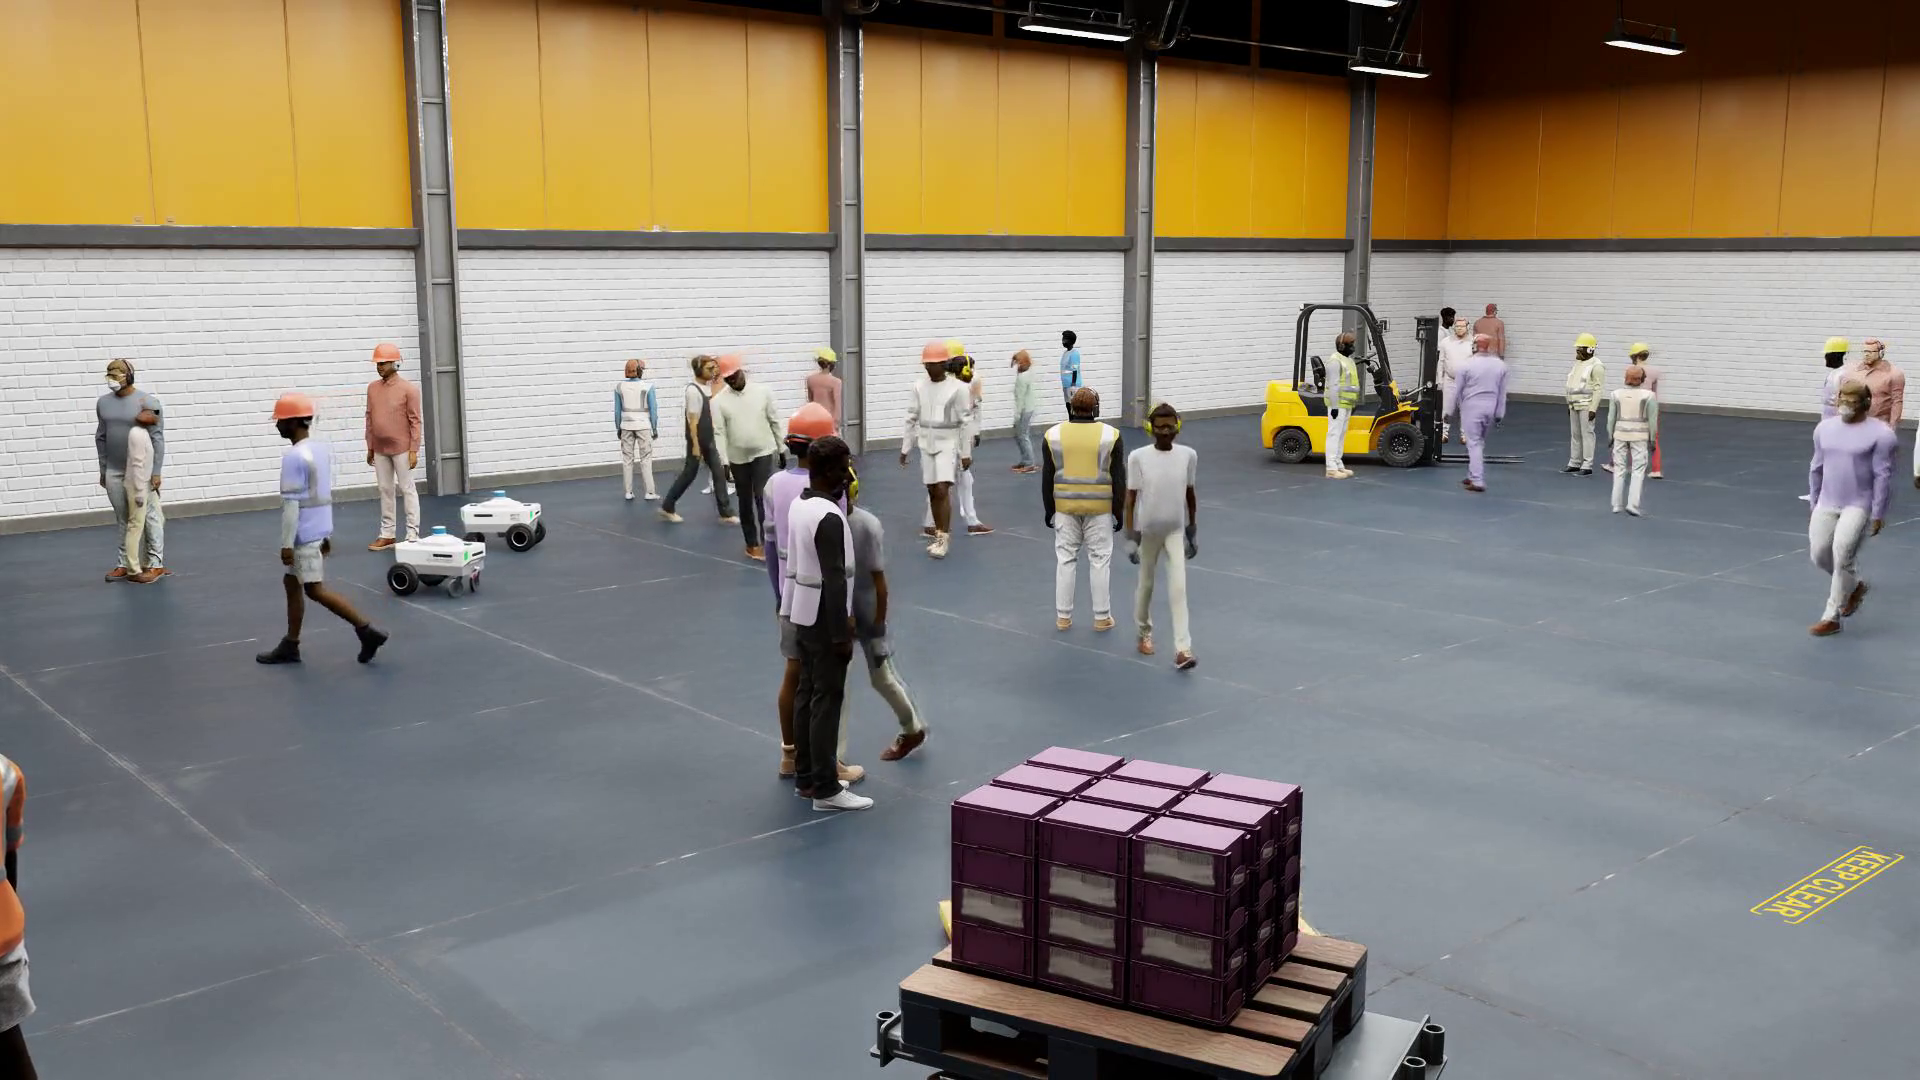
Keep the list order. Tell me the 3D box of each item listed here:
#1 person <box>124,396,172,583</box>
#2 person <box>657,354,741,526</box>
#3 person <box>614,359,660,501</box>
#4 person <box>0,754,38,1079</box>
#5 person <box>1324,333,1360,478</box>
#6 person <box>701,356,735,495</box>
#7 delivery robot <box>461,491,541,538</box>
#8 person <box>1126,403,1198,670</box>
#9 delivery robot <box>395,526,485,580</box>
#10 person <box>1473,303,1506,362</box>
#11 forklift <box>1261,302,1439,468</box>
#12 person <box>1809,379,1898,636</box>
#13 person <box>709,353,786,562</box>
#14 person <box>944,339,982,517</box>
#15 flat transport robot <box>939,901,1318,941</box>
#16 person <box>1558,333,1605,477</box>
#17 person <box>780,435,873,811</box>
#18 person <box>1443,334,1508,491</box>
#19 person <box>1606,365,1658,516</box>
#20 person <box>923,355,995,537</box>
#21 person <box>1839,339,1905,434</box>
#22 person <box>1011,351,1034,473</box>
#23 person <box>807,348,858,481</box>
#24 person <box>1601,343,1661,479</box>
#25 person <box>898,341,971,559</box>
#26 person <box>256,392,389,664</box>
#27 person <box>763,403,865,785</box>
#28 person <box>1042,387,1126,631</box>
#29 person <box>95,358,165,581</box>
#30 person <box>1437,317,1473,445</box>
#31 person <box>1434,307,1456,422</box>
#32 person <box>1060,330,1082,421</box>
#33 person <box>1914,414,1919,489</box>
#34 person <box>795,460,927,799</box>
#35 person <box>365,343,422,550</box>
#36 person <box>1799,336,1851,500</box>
[{"bbox_3d":[-7.062,-0.437,14.394,0.357,1.615,0.503,-3,10,-15],"label":"person"},{"bbox_3d":[-2.749,-1.039,17.378,0.951,1.810,0.517,3,10,16],"label":"person"},{"bbox_3d":[-3.729,-1.266,19.178,0.514,1.637,0.314,2,10,11],"label":"person"},{"bbox_3d":[-2.864,1.173,4.725,0.315,1.695,0.541,1,10,8],"label":"person"},{"bbox_3d":[4.871,-1.716,21.216,0.430,1.844,0.623,6,11,29],"label":"person"},{"bbox_3d":[-2.839,-1.348,19.646,0.512,1.642,0.311,6,11,30],"label":"person"},{"bbox_3d":[-4.421,-0.232,16.011,0.707,0.478,0.477,0,10,0],"label":"delivery robot"},{"bbox_3d":[1.405,-0.035,11.452,0.556,1.810,0.997,-1,10,-5],"label":"person"},{"bbox_3d":[-4.344,0.127,13.911,0.707,0.478,0.477,2,10,14],"label":"delivery robot"},{"bbox_3d":[10.218,-3.605,32.084,0.647,1.908,0.409,9,13,43],"label":"person"},{"bbox_3d":[5.320,-2.157,22.763,2.313,2.155,1.214,3,10,16],"label":"forklift"},{"bbox_3d":[6.645,-0.248,12.395,0.652,1.918,0.630,-6,11,-30],"label":"person"},{"bbox_3d":[-1.942,-0.746,15.279,0.685,1.934,0.755,-1,10,-7],"label":"person"},{"bbox_3d":[-0.058,-1.207,17.992,0.589,1.924,0.383,2,10,9],"label":"person"},{"bbox_3d":[0.669,1.527,6.819,1.431,0.197,0.652,-2,10,-9],"label":"flat transport robot"},{"bbox_3d":[7.964,-1.724,21.290,0.403,1.833,0.586,-2,10,-12],"label":"person"},{"bbox_3d":[-0.705,0.421,8.489,0.393,1.916,0.591,-4,11,-23],"label":"person"},{"bbox_3d":[6.200,-1.547,20.132,0.662,1.879,0.824,-3,10,-18],"label":"person"},{"bbox_3d":[7.290,-1.077,18.103,0.538,1.629,0.481,8,13,40],"label":"person"},{"bbox_3d":[0.009,-0.934,16.684,0.834,1.815,0.649,-1,10,-9],"label":"person"},{"bbox_3d":[10.074,-1.279,18.470,0.401,1.906,0.650,-7,12,-36],"label":"person"},{"bbox_3d":[0.815,-1.657,21.550,0.349,1.599,0.564,0,10,-2],"label":"person"},{"bbox_3d":[-1.576,-1.419,19.828,0.527,1.720,0.897,5,11,27],"label":"person"},{"bbox_3d":[8.655,-1.652,21.256,0.564,1.703,0.913,-3,10,-17],"label":"person"},{"bbox_3d":[-0.277,-0.839,15.546,0.631,2.021,0.739,6,11,29],"label":"person"},{"bbox_3d":[-4.403,-0.064,11.376,0.893,1.909,0.555,0,10,-3],"label":"person"},{"bbox_3d":[-0.775,0.294,8.840,0.615,2.047,0.356,9,13,44],"label":"person"},{"bbox_3d":[0.934,-0.229,12.508,0.633,1.842,0.429,2,10,12],"label":"person"},{"bbox_3d":[-7.186,-0.601,14.401,0.634,1.939,0.367,2,10,12],"label":"person"},{"bbox_3d":[7.460,-2.377,24.892,0.637,1.911,0.403,4,11,24],"label":"person"},{"bbox_3d":[8.212,-2.982,28.310,0.397,1.954,0.609,5,11,29],"label":"person"},{"bbox_3d":[1.694,-2.367,25.477,0.321,1.691,0.537,-2,10,-14],"label":"person"},{"bbox_3d":[8.703,-0.597,14.587,0.618,1.864,0.444,6,11,31],"label":"person"},{"bbox_3d":[-0.498,0.416,8.917,0.532,1.795,1.026,7,12,35],"label":"person"},{"bbox_3d":[-5.413,-0.879,15.868,0.612,1.995,0.377,4,10,20],"label":"person"},{"bbox_3d":[10.048,-1.367,18.981,0.634,1.905,0.607,1,10,7],"label":"person"}]
